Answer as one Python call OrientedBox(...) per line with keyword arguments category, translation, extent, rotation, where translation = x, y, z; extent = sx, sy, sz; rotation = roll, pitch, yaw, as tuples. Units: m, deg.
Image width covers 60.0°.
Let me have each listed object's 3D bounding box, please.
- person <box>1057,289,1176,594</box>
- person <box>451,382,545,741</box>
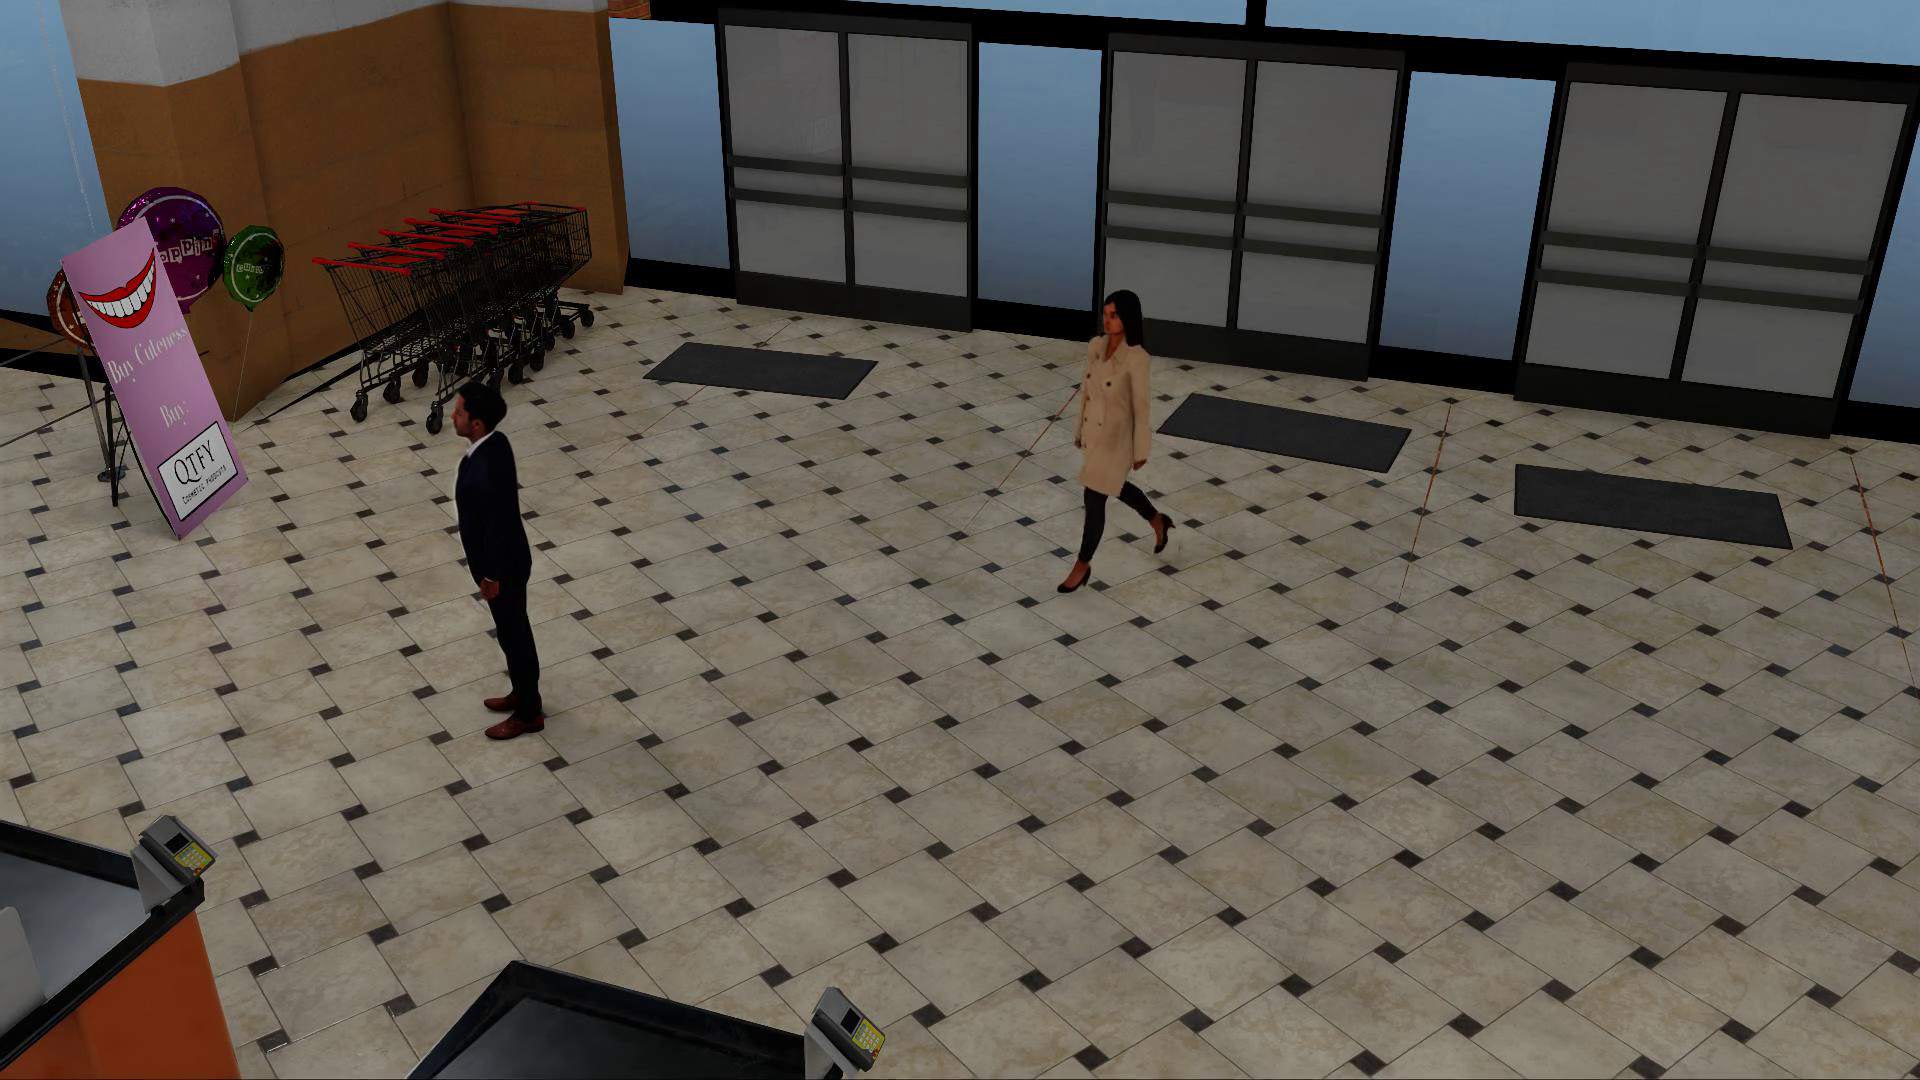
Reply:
OrientedBox(category="person", translation=(0.868, -0.530, 8.855), extent=(1.150, 1.651, 1.033), rotation=(-16, 31, -28))
OrientedBox(category="person", translation=(-2.081, 0.092, 7.545), extent=(0.769, 1.728, 0.667), rotation=(-7, 28, -13))
